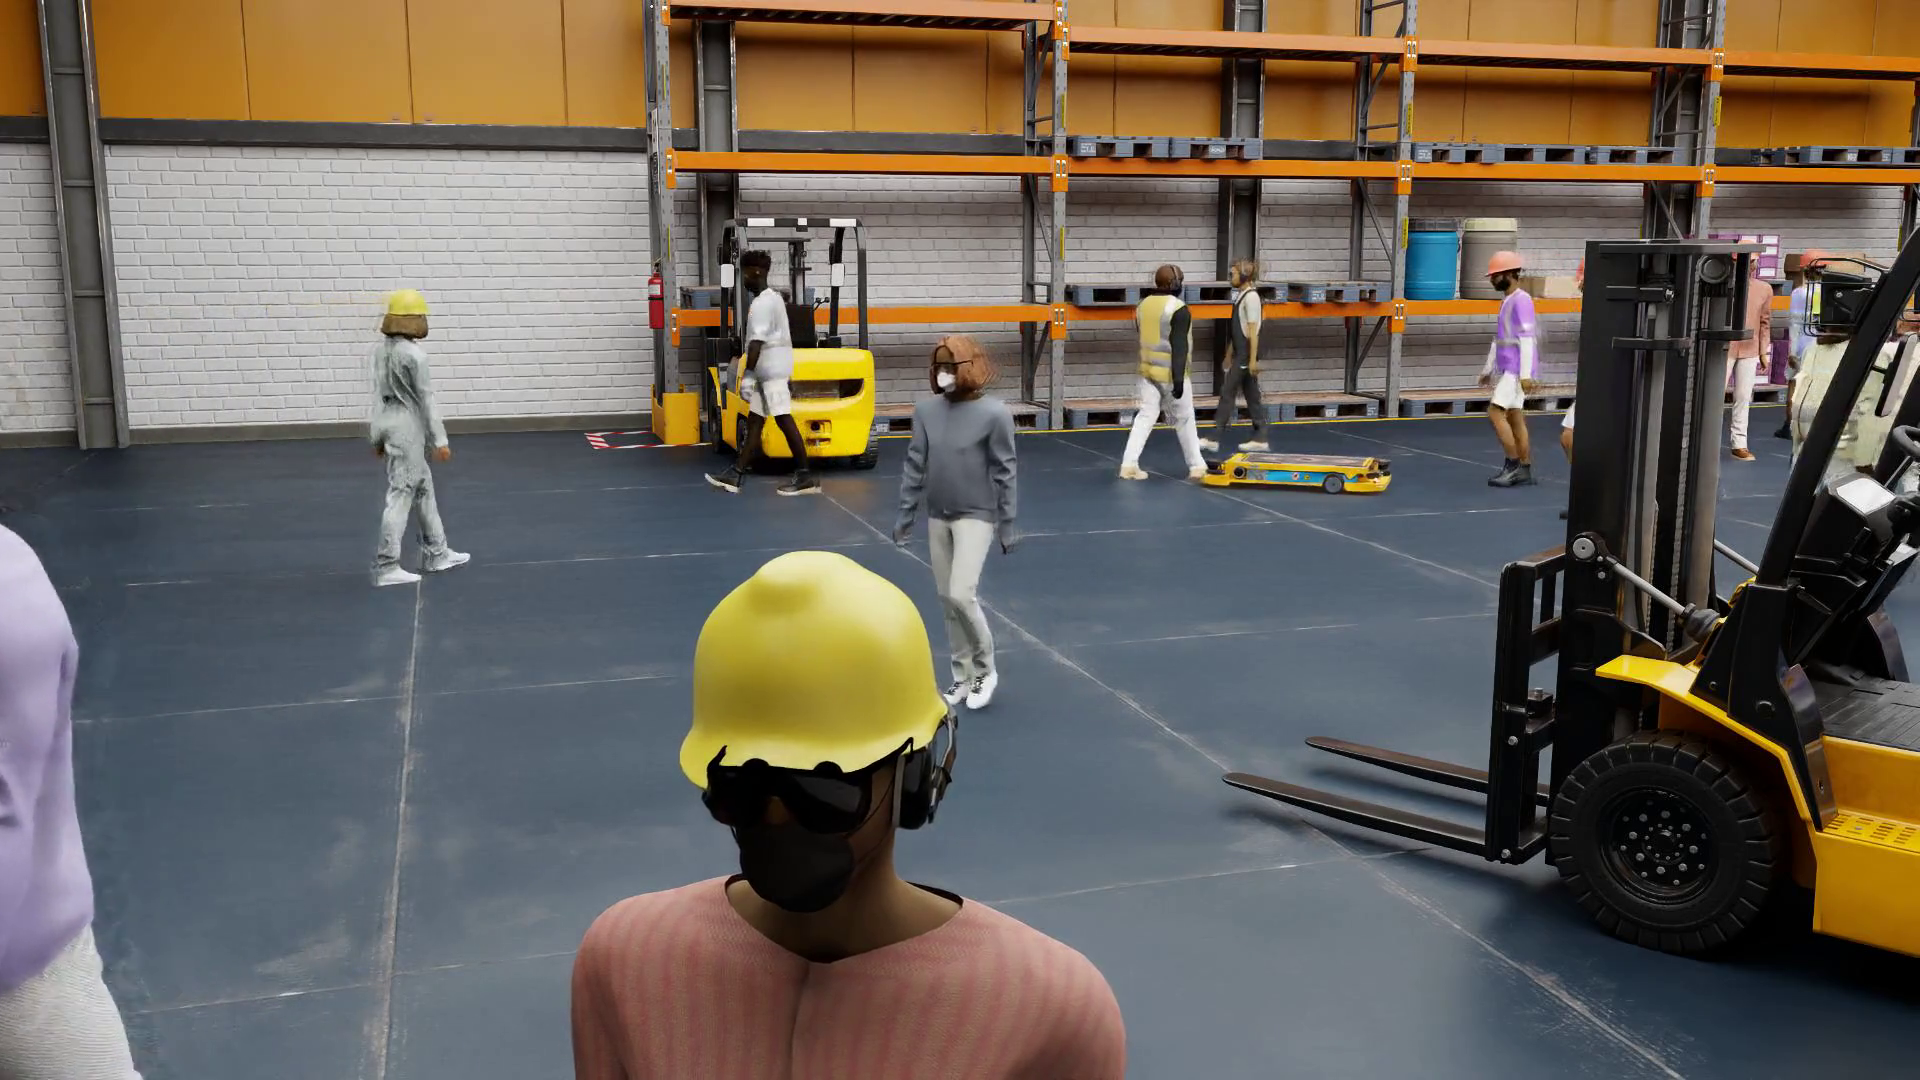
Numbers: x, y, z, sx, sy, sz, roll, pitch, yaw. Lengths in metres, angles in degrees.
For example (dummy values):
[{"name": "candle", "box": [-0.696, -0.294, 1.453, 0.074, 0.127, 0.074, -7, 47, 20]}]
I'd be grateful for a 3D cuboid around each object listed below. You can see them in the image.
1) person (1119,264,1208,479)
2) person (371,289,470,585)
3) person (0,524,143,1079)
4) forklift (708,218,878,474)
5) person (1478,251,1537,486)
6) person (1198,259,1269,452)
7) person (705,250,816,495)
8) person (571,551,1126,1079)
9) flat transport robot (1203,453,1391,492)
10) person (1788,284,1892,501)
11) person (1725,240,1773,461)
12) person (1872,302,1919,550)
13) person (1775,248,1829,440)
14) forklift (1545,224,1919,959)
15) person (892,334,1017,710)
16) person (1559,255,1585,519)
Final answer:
[{"name": "person", "box": [1.727, -1.387, 13.857, 0.873, 1.804, 0.645, -6, 12, -31]}, {"name": "person", "box": [-3.178, -0.613, 9.829, 0.505, 1.711, 0.793, 10, 14, 43]}, {"name": "person", "box": [-1.546, 0.625, 2.599, 0.635, 1.893, 1.052, 7, 12, 32]}, {"name": "forklift", "box": [-1.522, -1.778, 14.899, 1.214, 2.155, 2.313, -3, 11, -17]}, {"name": "person", "box": [4.463, -1.380, 13.499, 0.527, 1.906, 0.564, 2, 11, 10]}, {"name": "person", "box": [2.542, -1.724, 15.651, 0.882, 1.808, 0.520, 1, 10, 3]}, {"name": "person", "box": [-1.584, -1.297, 13.022, 0.970, 1.899, 0.758, 1, 10, 3]}, {"name": "person", "box": [-0.119, 0.878, 1.516, 0.522, 1.769, 0.311, 2, 11, 10]}, {"name": "flat transport robot", "box": [2.744, -0.561, 13.499, 1.431, 0.197, 0.652, 3, 11, 18]}, {"name": "person", "box": [4.852, -0.523, 9.133, 0.711, 1.797, 0.599, -2, 11, -10]}, {"name": "person", "box": [7.008, -1.703, 15.033, 0.612, 1.995, 0.376, 0, 10, 0]}, {"name": "person", "box": [5.943, -0.682, 10.477, 0.533, 1.618, 0.583, 4, 11, 21]}, {"name": "person", "box": [8.421, -1.906, 16.368, 0.555, 1.916, 0.804, -1, 10, -4]}, {"name": "forklift", "box": [2.909, 0.117, 4.508, 2.313, 2.155, 1.214, 9, 14, 40]}, {"name": "person", "box": [-0.014, -0.068, 7.107, 0.505, 1.617, 0.370, 8, 13, 39]}, {"name": "person", "box": [4.463, -1.047, 11.675, 0.518, 1.909, 0.536, -2, 10, -9]}]
